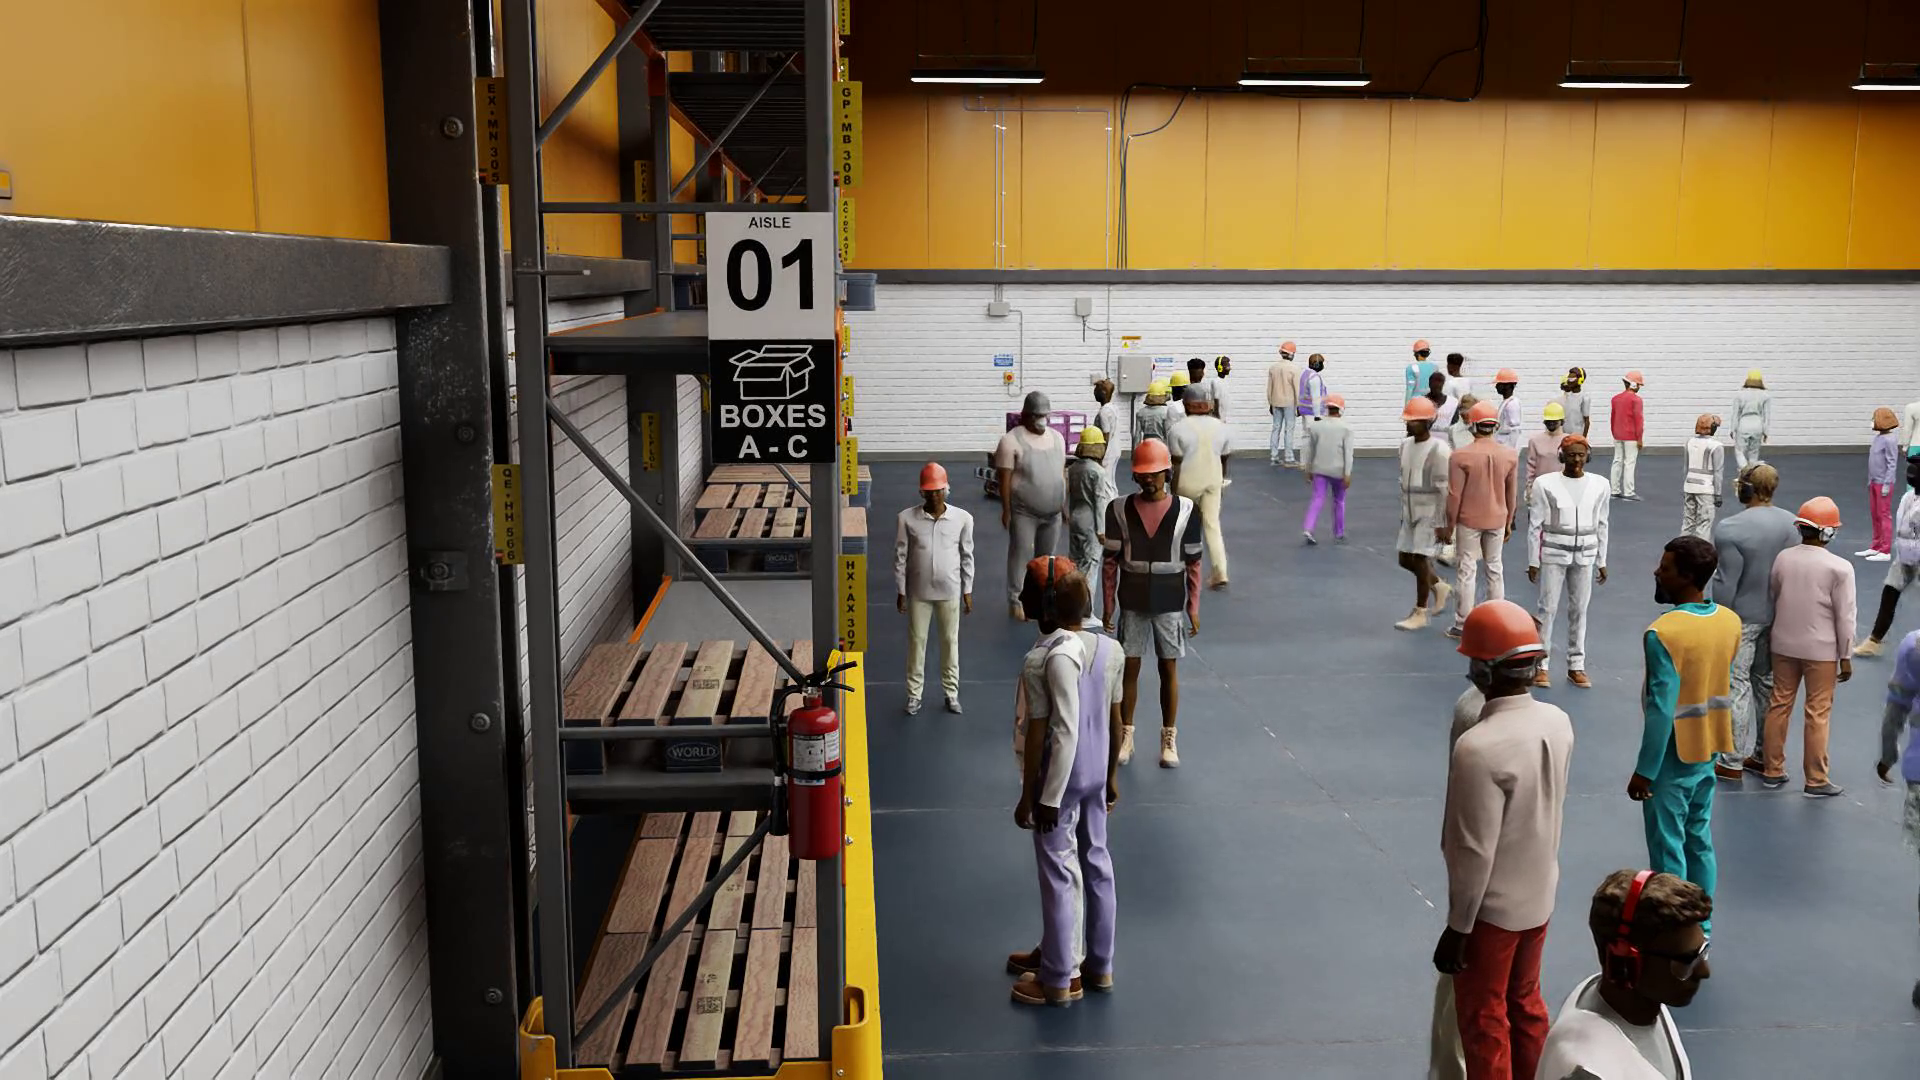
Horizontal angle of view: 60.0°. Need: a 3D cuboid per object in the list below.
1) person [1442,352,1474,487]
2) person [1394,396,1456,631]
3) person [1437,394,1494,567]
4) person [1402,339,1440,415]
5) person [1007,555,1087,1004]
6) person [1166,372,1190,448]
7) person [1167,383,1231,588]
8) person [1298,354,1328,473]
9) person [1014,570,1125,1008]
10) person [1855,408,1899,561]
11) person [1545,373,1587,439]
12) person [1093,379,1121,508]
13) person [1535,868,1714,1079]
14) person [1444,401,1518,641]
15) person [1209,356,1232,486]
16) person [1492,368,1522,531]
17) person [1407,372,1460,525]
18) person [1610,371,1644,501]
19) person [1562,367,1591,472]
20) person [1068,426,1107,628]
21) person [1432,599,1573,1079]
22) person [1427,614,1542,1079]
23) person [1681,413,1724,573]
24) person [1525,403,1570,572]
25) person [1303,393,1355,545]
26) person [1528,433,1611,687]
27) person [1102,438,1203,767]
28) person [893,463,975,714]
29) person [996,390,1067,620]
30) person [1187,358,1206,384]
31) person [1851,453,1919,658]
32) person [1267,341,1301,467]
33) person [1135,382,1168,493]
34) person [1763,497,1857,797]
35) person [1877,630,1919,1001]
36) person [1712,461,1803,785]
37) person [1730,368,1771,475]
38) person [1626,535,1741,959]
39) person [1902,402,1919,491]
[{"bbox_3d":[7.079,-1.701,23.679,0.612,1.950,0.707,-6,11,-35],"label":"person"},{"bbox_3d":[4.008,-0.228,14.230,0.641,2.022,0.630,-4,10,-25],"label":"person"},{"bbox_3d":[5.319,-0.621,17.394,0.538,1.798,0.964,7,11,37],"label":"person"},{"bbox_3d":[7.122,-2.083,25.791,0.615,2.040,0.392,-4,10,-21],"label":"person"},{"bbox_3d":[0.380,0.994,6.975,0.356,1.883,0.572,0,9,1],"label":"person"},{"bbox_3d":[2.563,-0.996,19.371,0.400,1.920,0.588,7,12,39],"label":"person"},{"bbox_3d":[2.324,-0.561,16.238,0.693,2.000,1.002,-3,10,-19],"label":"person"},{"bbox_3d":[5.434,-1.948,25.609,0.429,1.835,0.629,0,9,-2],"label":"person"},{"bbox_3d":[0.456,1.019,6.935,0.515,1.842,0.327,-6,11,-34],"label":"person"},{"bbox_3d":[9.800,-0.593,17.709,0.270,1.632,0.504,2,9,11],"label":"person"},{"bbox_3d":[7.898,-1.290,21.678,0.525,1.769,0.327,5,10,26],"label":"person"},{"bbox_3d":[1.675,-0.938,19.218,0.344,1.847,0.505,3,10,19],"label":"person"},{"bbox_3d":[1.341,1.566,3.489,0.374,1.843,0.575,5,10,29],"label":"person"},{"bbox_3d":[4.309,-0.150,13.801,0.611,1.995,0.380,-2,9,-11],"label":"person"},{"bbox_3d":[3.783,-1.725,24.086,0.328,1.872,0.513,3,9,16],"label":"person"},{"bbox_3d":[6.483,-1.075,19.787,0.376,1.939,0.547,2,9,10],"label":"person"},{"bbox_3d":[5.672,-1.080,19.969,0.617,1.890,0.451,5,10,30],"label":"person"},{"bbox_3d":[9.040,-1.406,22.471,0.338,1.742,0.562,-3,10,-19],"label":"person"},{"bbox_3d":[7.807,-1.268,21.202,0.328,1.876,0.514,-2,9,-13],"label":"person"},{"bbox_3d":[1.117,-0.117,14.413,0.334,1.739,0.486,-5,10,-29],"label":"person"},{"bbox_3d":[1.755,1.180,5.457,0.622,1.990,0.388,-9,12,-43],"label":"person"},{"bbox_3d":[1.889,1.158,5.992,0.307,1.870,0.547,2,9,9],"label":"person"},{"bbox_3d":[7.574,-0.475,16.990,0.312,1.634,0.514,-3,9,-17],"label":"person"},{"bbox_3d":[5.983,-0.515,16.844,0.518,1.757,0.338,6,11,34],"label":"person"},{"bbox_3d":[4.153,-0.803,18.805,0.581,1.709,0.834,6,11,35],"label":"person"},{"bbox_3d":[4.476,0.153,12.249,0.584,1.882,0.346,0,9,2],"label":"person"},{"bbox_3d":[1.176,0.392,10.249,0.616,2.041,0.378,2,9,11],"label":"person"},{"bbox_3d":[-0.179,0.335,11.509,0.564,1.751,0.330,-1,9,-4],"label":"person"},{"bbox_3d":[0.685,-0.315,14.696,0.687,2.000,0.536,-5,10,-30],"label":"person"},{"bbox_3d":[3.027,-1.402,21.766,0.373,1.962,0.607,3,9,16],"label":"person"},{"bbox_3d":[7.522,0.140,13.061,0.857,1.652,0.540,0,9,1],"label":"person"},{"bbox_3d":[5.175,-2.160,26.421,0.397,1.992,0.621,-8,12,-41],"label":"person"},{"bbox_3d":[2.367,-1.046,20.213,0.494,1.743,0.308,5,11,31],"label":"person"},{"bbox_3d":[4.964,0.617,9.734,0.327,1.753,0.562,-6,11,-33],"label":"person"},{"bbox_3d":[4.238,0.987,7.064,0.554,1.887,1.034,4,10,23],"label":"person"},{"bbox_3d":[4.719,0.492,9.944,0.637,1.939,0.357,-3,10,-20],"label":"person"},{"bbox_3d":[11.145,-1.555,23.458,0.511,1.719,0.535,3,9,17],"label":"person"},{"bbox_3d":[3.146,0.930,7.250,0.596,1.921,0.380,-7,11,-36],"label":"person"},{"bbox_3d":[12.129,-1.165,20.893,0.527,1.768,0.313,4,10,26],"label":"person"}]
